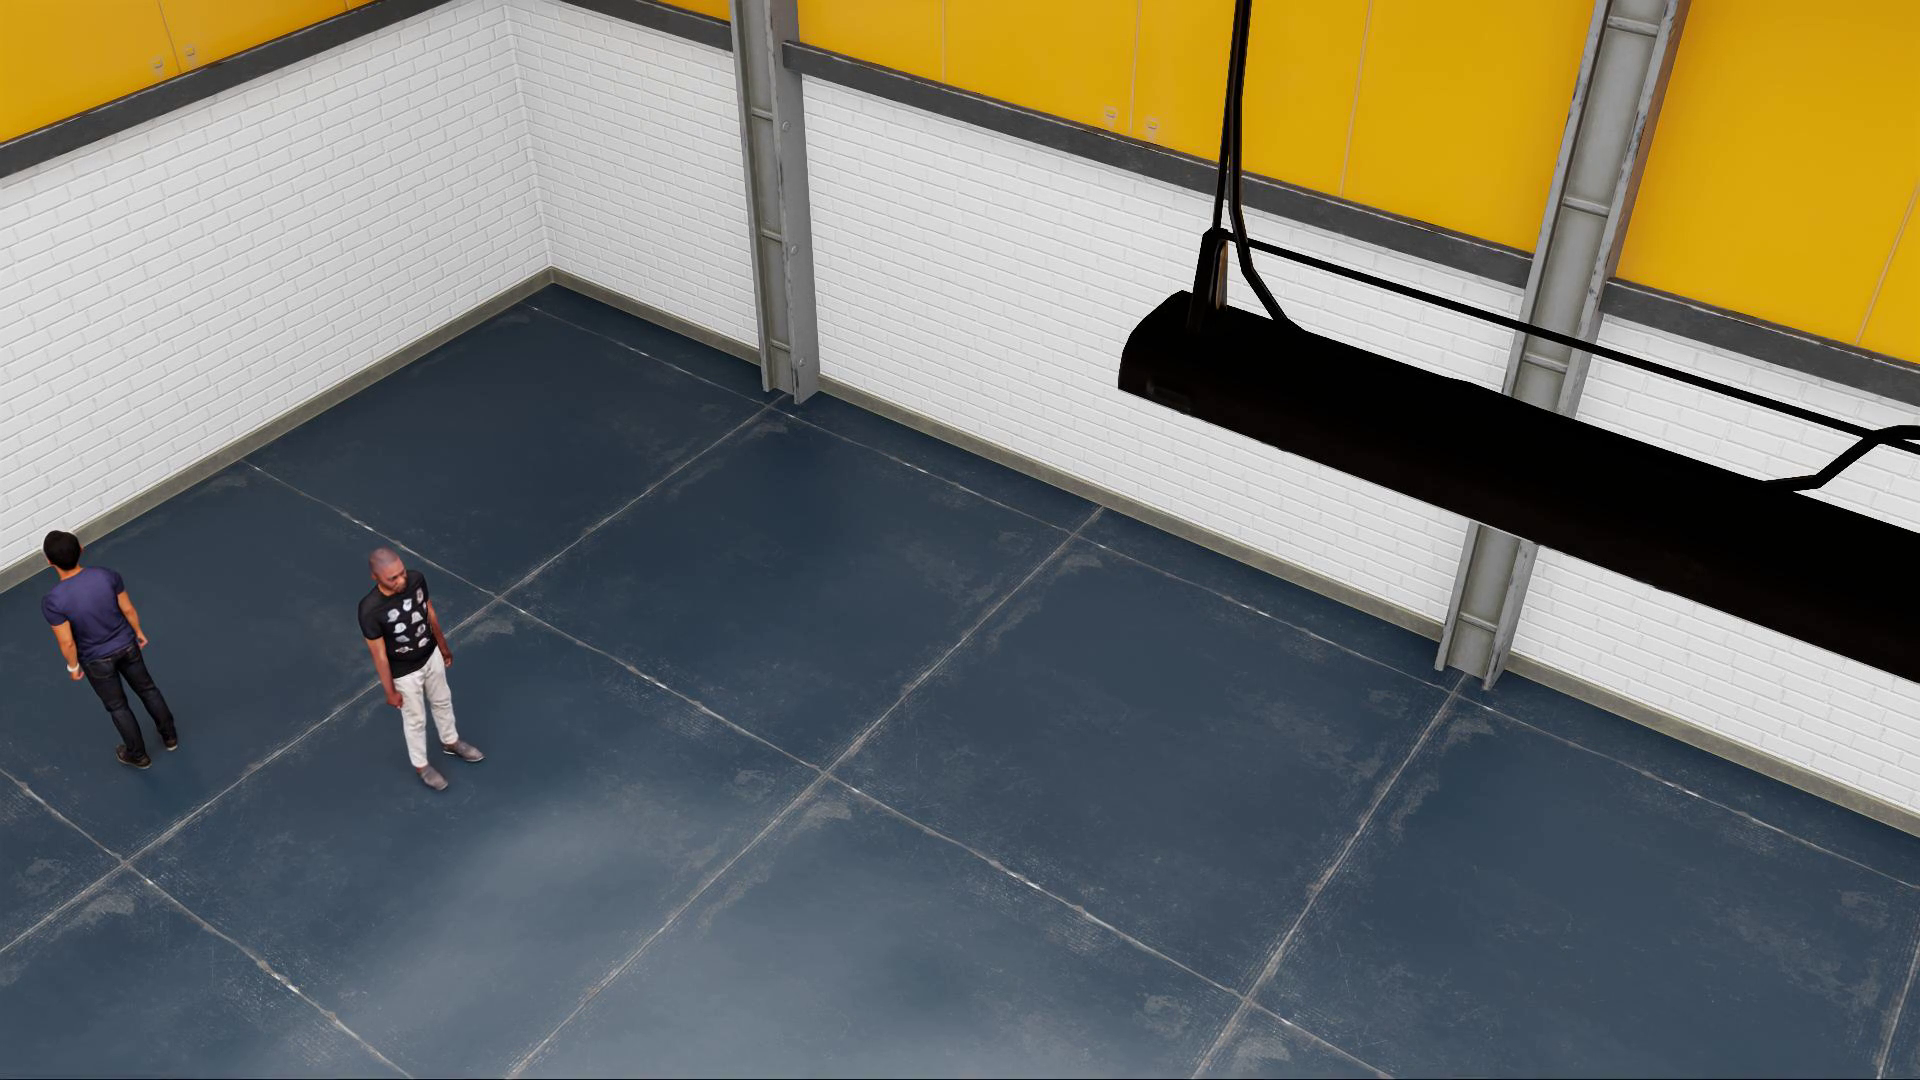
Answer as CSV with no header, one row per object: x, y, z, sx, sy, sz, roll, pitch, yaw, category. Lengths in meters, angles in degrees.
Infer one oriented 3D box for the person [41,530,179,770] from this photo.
-5.225,0.672,10.195,0.531,1.793,0.651,26,46,29,person

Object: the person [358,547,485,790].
-3.336,0.741,10.103,0.627,1.801,0.674,20,43,23,person
